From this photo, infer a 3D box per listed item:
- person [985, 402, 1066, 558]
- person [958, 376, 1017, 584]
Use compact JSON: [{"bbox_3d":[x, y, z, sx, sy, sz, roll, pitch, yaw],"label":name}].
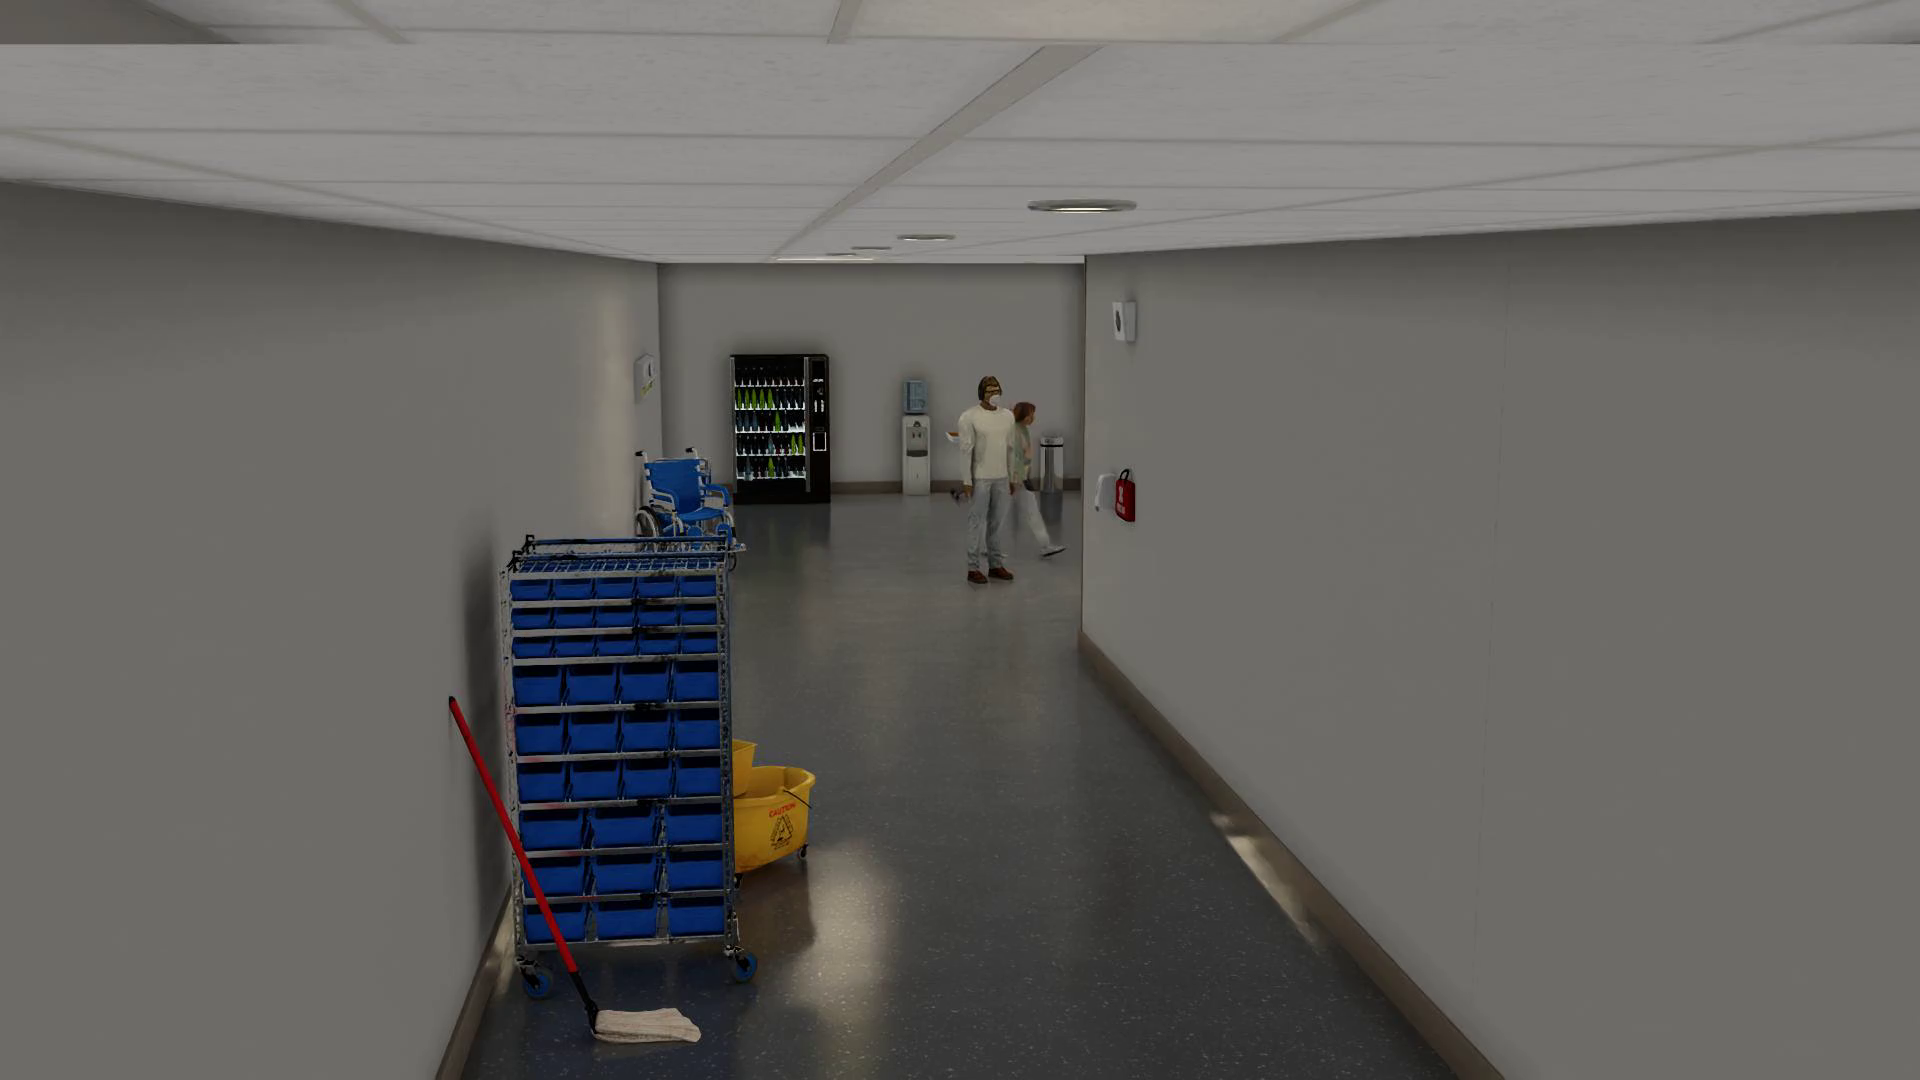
[{"bbox_3d":[0.636,-0.591,16.807,0.873,1.589,0.522,4,10,26],"label":"person"},{"bbox_3d":[0.271,-0.569,15.593,0.630,1.940,0.372,-7,11,-37],"label":"person"}]
